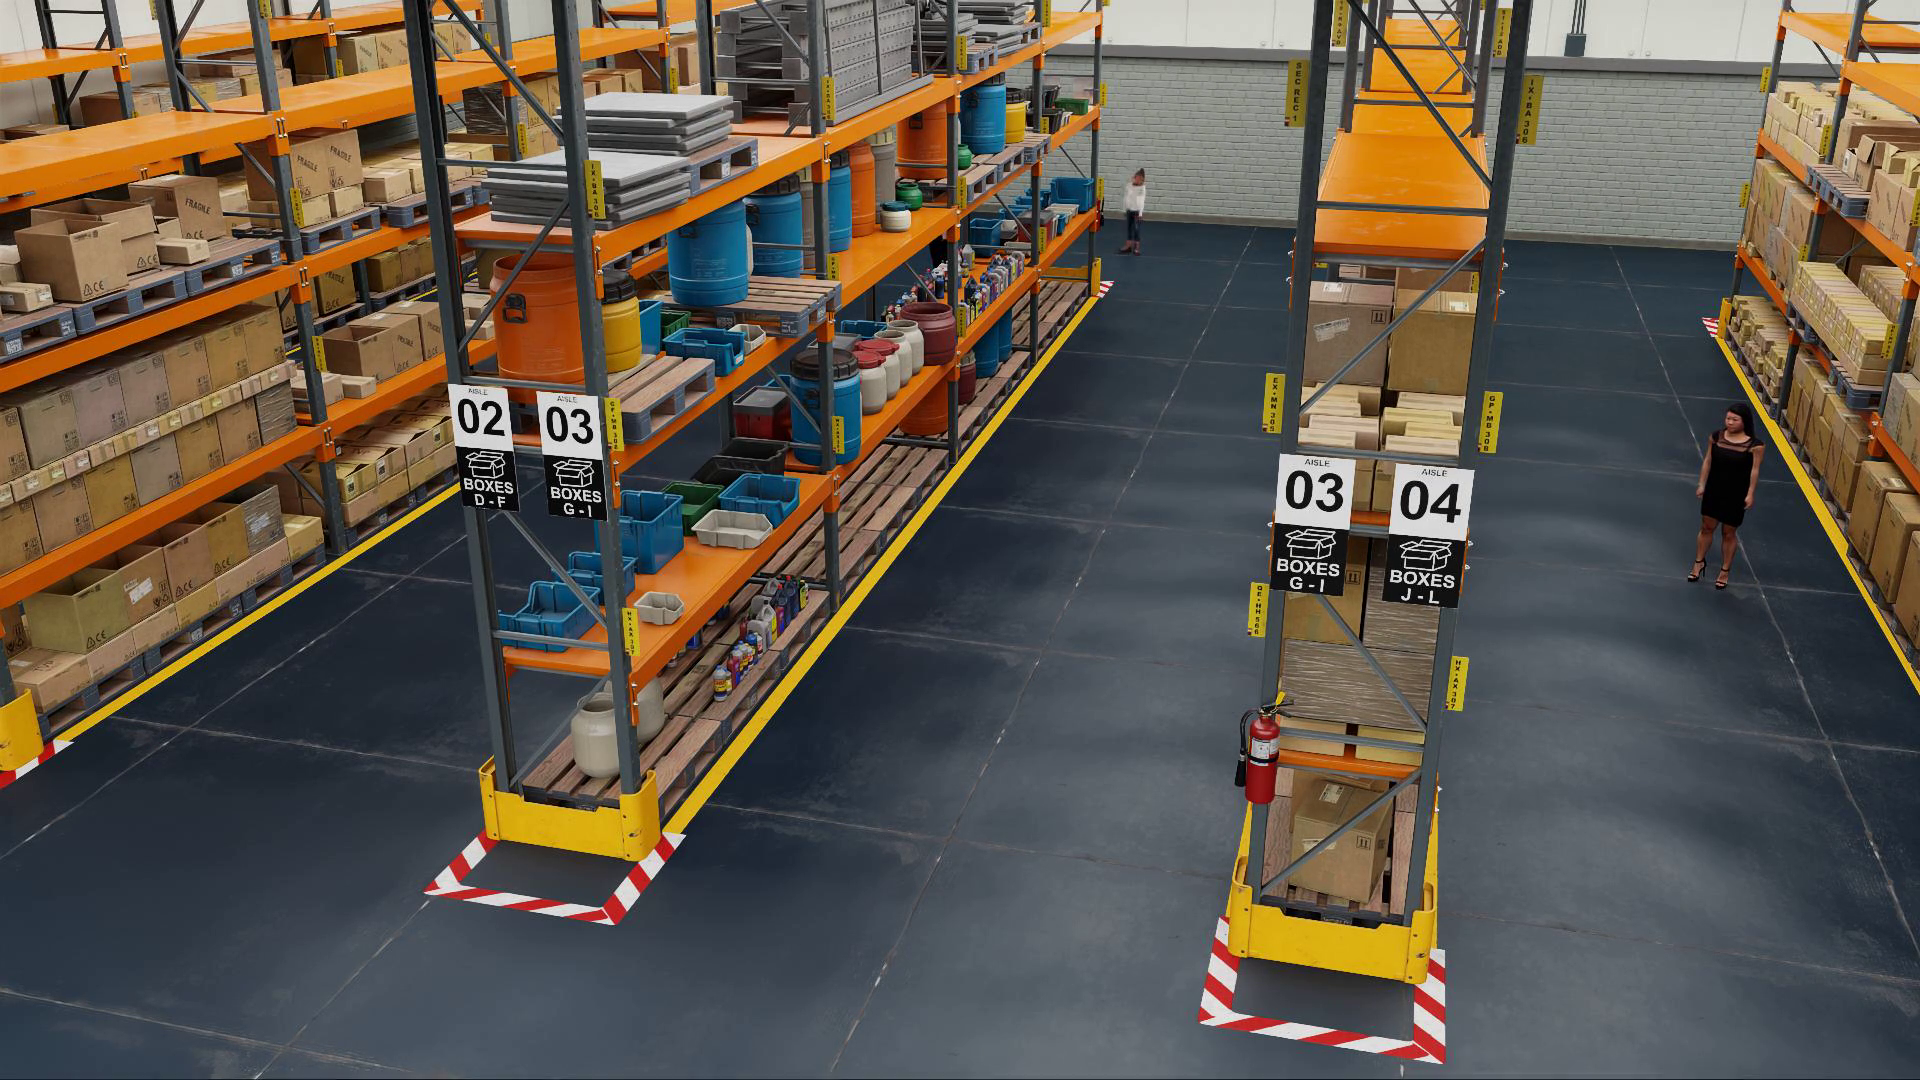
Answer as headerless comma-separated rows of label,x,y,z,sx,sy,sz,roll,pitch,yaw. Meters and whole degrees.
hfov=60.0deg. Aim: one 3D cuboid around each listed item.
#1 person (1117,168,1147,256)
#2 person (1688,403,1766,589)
person,2.862,-5.460,27.574,0.652,1.446,0.738,-19,29,-39
person,6.840,-0.403,14.852,0.761,1.717,0.771,21,30,41
